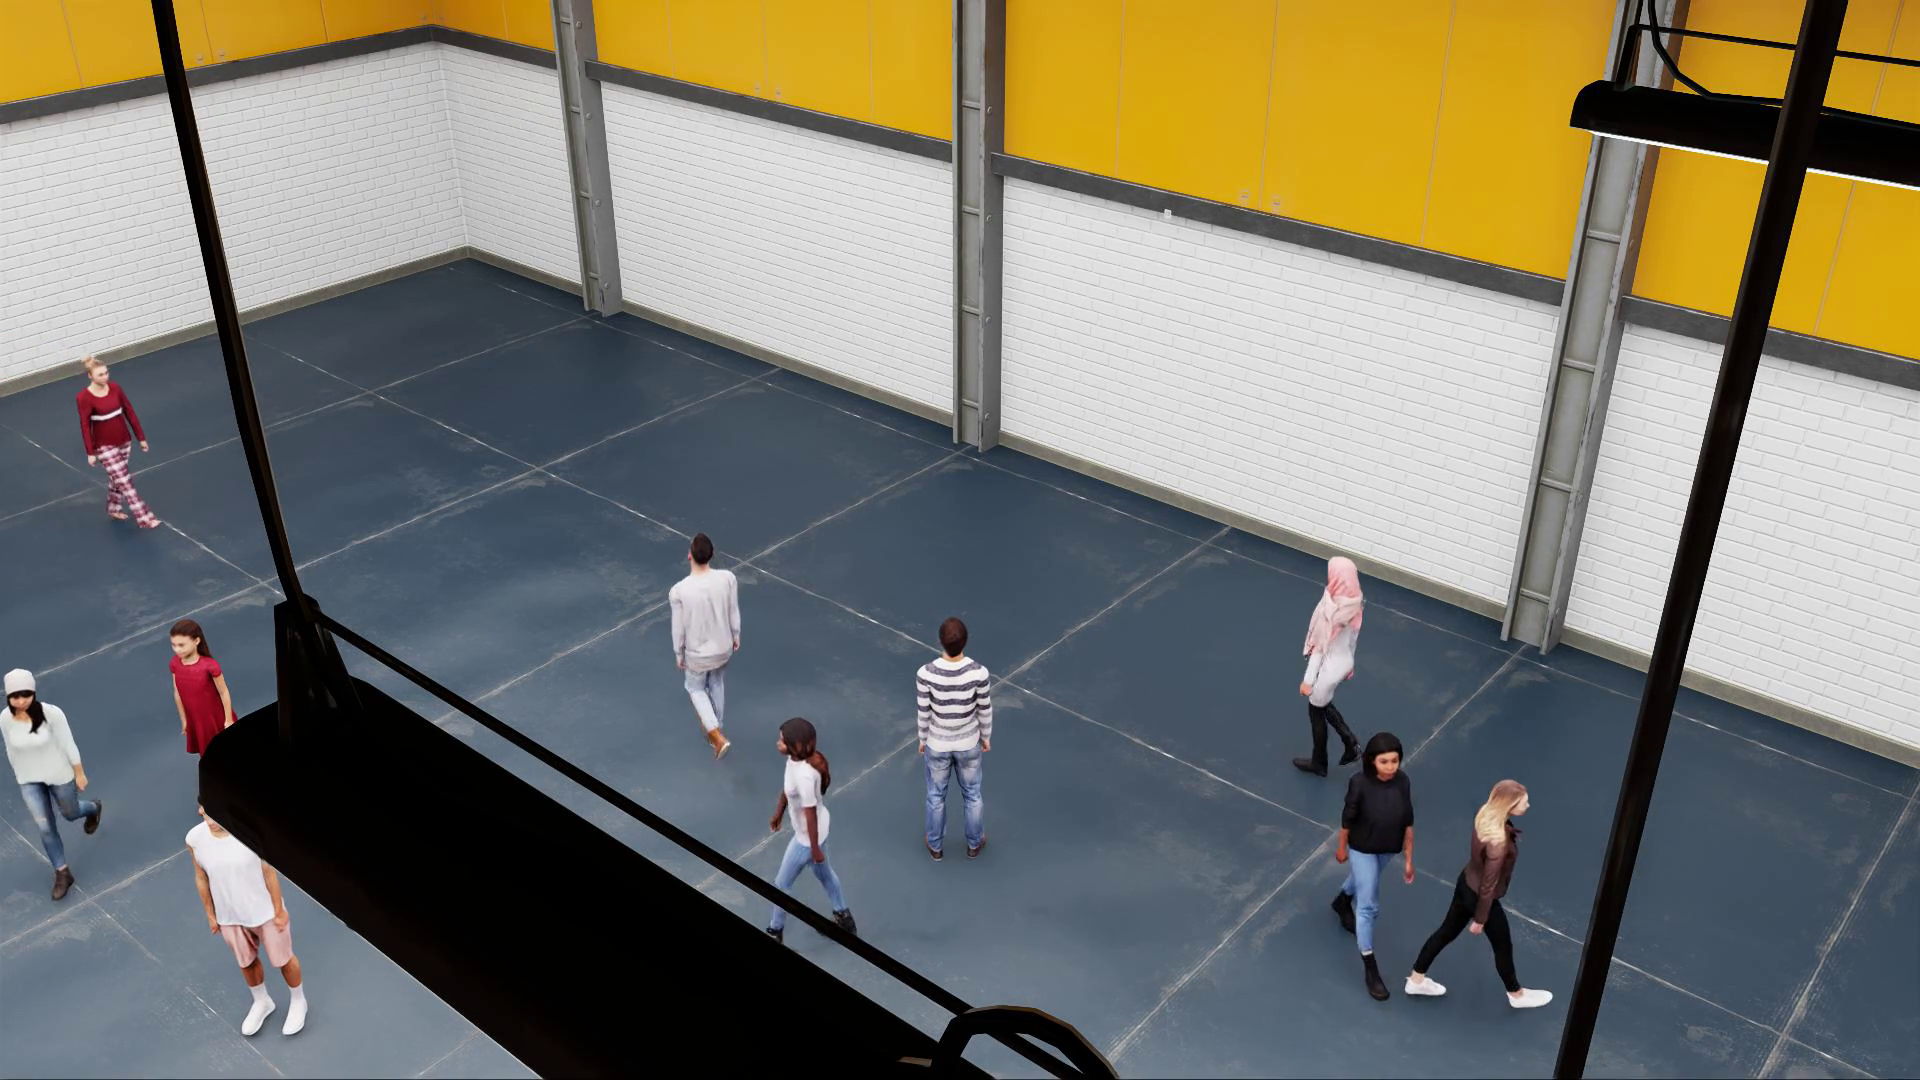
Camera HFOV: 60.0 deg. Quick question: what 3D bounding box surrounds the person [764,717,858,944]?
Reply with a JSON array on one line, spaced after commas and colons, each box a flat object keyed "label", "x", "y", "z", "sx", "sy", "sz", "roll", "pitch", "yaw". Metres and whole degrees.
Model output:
[{"label": "person", "x": -0.861, "y": 1.815, "z": 10.327, "sx": 1.017, "sy": 1.692, "sz": 0.973, "roll": -3, "pitch": 29, "yaw": -6}]

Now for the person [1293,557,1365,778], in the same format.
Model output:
[{"label": "person", "x": 2.708, "y": 0.958, "z": 11.794, "sx": 0.743, "sy": 1.793, "sz": 0.650, "roll": 19, "pitch": 34, "yaw": 30}]

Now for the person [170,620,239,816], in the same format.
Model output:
[{"label": "person", "x": -5.229, "y": 1.219, "z": 11.567, "sx": 0.672, "sy": 1.552, "sz": 0.732, "roll": 2, "pitch": 29, "yaw": 4}]

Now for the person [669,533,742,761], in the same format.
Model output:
[{"label": "person", "x": -1.808, "y": 0.799, "z": 12.054, "sx": 0.887, "sy": 1.823, "sz": 1.033, "roll": -14, "pitch": 32, "yaw": -24}]

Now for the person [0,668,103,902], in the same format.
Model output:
[{"label": "person", "x": -5.977, "y": 1.509, "z": 10.956, "sx": 0.985, "sy": 1.627, "sz": 1.075, "roll": -3, "pitch": 29, "yaw": -6}]

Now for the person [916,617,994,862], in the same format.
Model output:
[{"label": "person", "x": -0.045, "y": 1.327, "z": 11.053, "sx": 0.698, "sy": 1.854, "sz": 0.775, "roll": -1, "pitch": 29, "yaw": -1}]

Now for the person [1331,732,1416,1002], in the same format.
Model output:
[{"label": "person", "x": 2.517, "y": 1.871, "z": 10.269, "sx": 0.983, "sy": 1.649, "sz": 1.173, "roll": -8, "pitch": 30, "yaw": -14}]

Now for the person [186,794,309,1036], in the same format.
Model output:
[{"label": "person", "x": -4.121, "y": 2.120, "z": 9.674, "sx": 0.709, "sy": 1.784, "sz": 0.774, "roll": -2, "pitch": 29, "yaw": -3}]

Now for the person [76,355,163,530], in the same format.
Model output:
[{"label": "person", "x": -7.859, "y": -0.893, "z": 15.320, "sx": 1.107, "sy": 1.664, "sz": 0.826, "roll": 13, "pitch": 31, "yaw": 23}]

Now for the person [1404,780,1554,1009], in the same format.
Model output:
[{"label": "person", "x": 2.990, "y": 2.106, "z": 9.834, "sx": 1.170, "sy": 1.654, "sz": 1.026, "roll": 2, "pitch": 29, "yaw": 3}]
